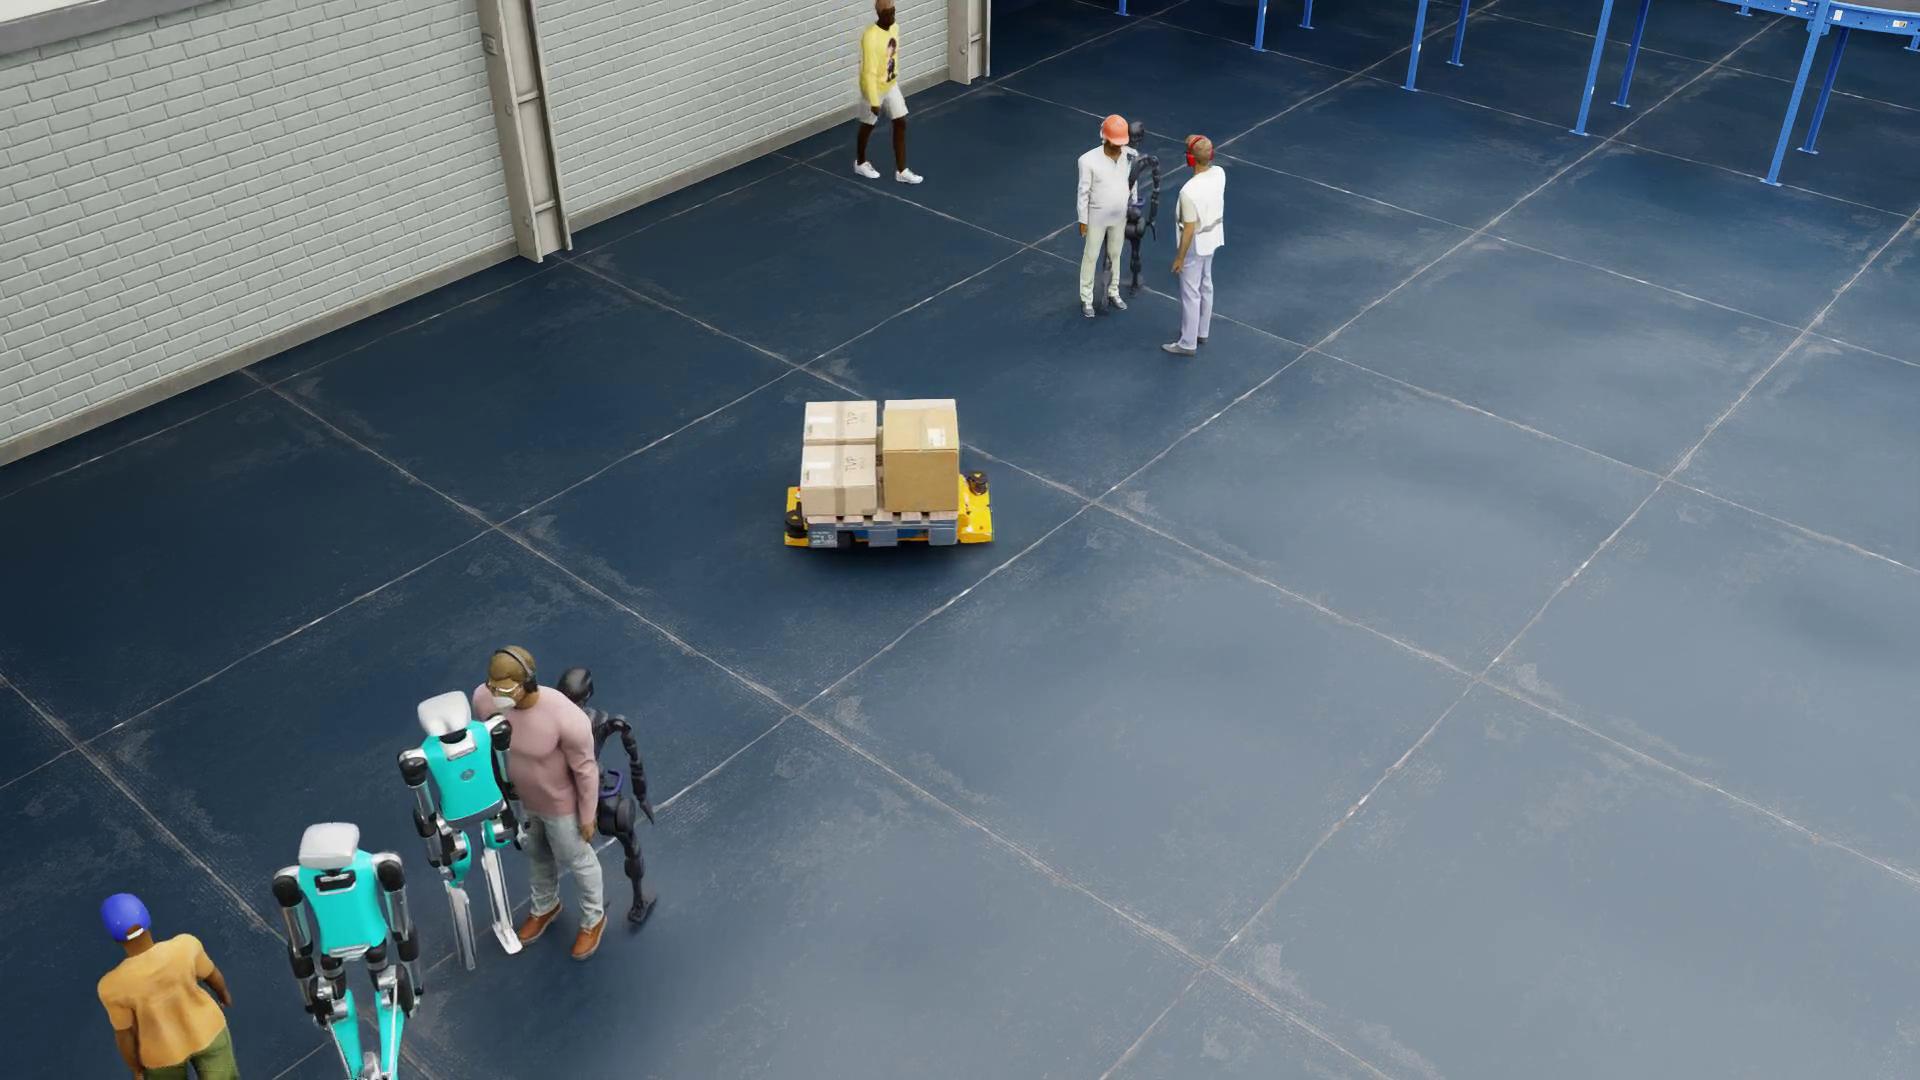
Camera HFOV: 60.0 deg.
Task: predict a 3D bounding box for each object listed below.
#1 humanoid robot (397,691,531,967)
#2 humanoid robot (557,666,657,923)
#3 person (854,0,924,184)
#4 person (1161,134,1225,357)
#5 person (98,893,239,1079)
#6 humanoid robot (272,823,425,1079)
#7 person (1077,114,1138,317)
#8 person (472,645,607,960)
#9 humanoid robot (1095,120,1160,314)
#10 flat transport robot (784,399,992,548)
[{"bbox_3d":[-2.432,1.392,8.204,0.541,1.840,0.661,-21,40,-26],"label":"humanoid robot"},{"bbox_3d":[-1.853,1.294,8.354,0.601,1.655,0.328,2,36,3],"label":"humanoid robot"},{"bbox_3d":[-0.729,-4.345,16.116,0.885,1.850,0.563,25,42,30],"label":"person"},{"bbox_3d":[1.897,-2.337,13.313,0.392,1.841,0.562,22,41,28],"label":"person"},{"bbox_3d":[-3.399,2.098,7.216,0.469,1.688,0.747,-24,42,-29],"label":"person"},{"bbox_3d":[-2.578,2.100,7.181,0.535,1.744,0.935,-8,36,-11],"label":"humanoid robot"},{"bbox_3d":[1.239,-2.726,13.938,0.558,1.746,0.330,-14,38,-19],"label":"person"},{"bbox_3d":[-2.050,1.274,8.161,0.634,1.937,0.354,12,37,16],"label":"person"},{"bbox_3d":[1.378,-2.756,14.079,0.601,1.640,0.724,8,36,11],"label":"humanoid robot"},{"bbox_3d":[-0.506,-0.223,11.701,1.431,0.231,0.659,-1,35,-2],"label":"flat transport robot"}]
